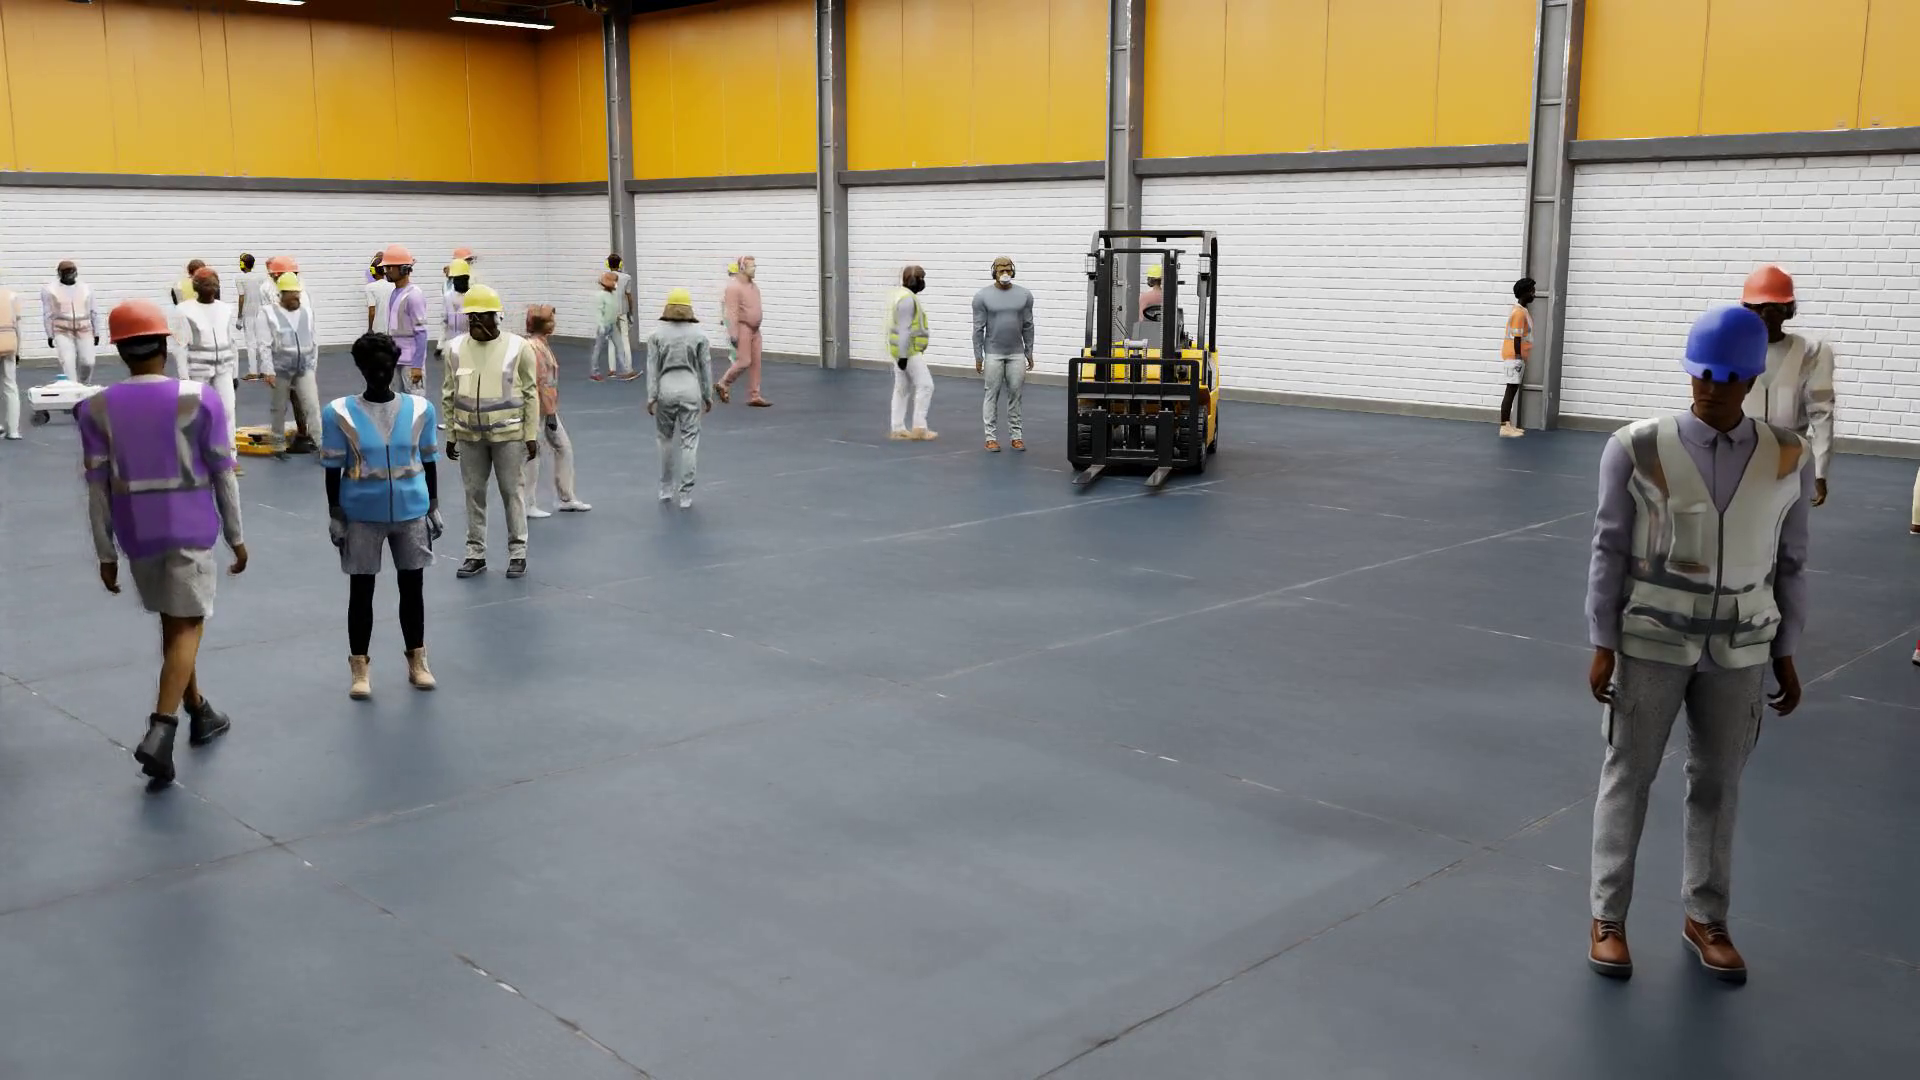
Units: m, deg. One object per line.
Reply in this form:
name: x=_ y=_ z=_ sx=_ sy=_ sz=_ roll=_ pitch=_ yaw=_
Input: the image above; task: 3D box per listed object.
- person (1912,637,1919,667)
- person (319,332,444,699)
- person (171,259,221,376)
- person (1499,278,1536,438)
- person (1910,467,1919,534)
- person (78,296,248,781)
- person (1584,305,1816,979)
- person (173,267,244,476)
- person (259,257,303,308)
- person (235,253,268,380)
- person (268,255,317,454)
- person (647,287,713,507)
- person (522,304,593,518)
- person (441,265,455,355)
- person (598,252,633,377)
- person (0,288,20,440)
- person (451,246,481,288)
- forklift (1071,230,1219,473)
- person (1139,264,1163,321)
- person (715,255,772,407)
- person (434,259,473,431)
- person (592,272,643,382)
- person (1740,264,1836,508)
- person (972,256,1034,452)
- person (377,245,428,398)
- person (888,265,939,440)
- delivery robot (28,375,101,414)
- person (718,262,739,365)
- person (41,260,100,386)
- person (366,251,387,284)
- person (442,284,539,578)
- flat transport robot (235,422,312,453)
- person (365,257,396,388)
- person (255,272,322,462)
person: x=4.777 y=-0.160 z=7.885 sx=0.342 sy=1.730 sz=0.618 roll=7 pitch=13 yaw=34
person: x=-2.666 y=-0.116 z=7.713 sx=0.540 sy=1.696 sz=0.317 roll=-6 pitch=12 yaw=-30
person: x=-9.987 y=-2.779 z=21.904 sx=0.648 sy=1.810 sz=0.797 roll=-1 pitch=10 yaw=-8
person: x=5.907 y=-1.930 z=17.636 sx=0.321 sy=1.691 sz=0.532 roll=4 pitch=11 yaw=20
person: x=6.913 y=-0.810 z=11.676 sx=0.284 sy=1.633 sz=0.497 roll=3 pitch=11 yaw=17
person: x=-3.194 y=-0.015 z=6.631 sx=0.563 sy=1.900 sz=0.936 roll=-1 pitch=10 yaw=-6
person: x=2.102 y=0.303 z=4.766 sx=0.602 sy=1.940 sz=0.402 roll=1 pitch=10 yaw=7
person: x=-6.759 y=-1.514 z=14.897 sx=0.846 sy=1.857 sz=0.586 roll=9 pitch=14 yaw=42
person: x=-8.950 y=-2.829 z=22.090 sx=0.583 sy=1.856 sz=0.908 roll=-2 pitch=11 yaw=-12
person: x=-10.489 y=-3.297 z=24.590 sx=0.327 sy=1.872 sz=0.516 roll=5 pitch=11 yaw=24
person: x=-6.549 y=-1.811 z=16.303 sx=0.374 sy=1.935 sz=0.552 roll=1 pitch=10 yaw=6
person: x=-2.230 y=-1.144 z=13.237 sx=0.518 sy=1.717 sz=0.692 roll=-2 pitch=11 yaw=-11
person: x=-3.065 y=-0.963 z=12.530 sx=0.671 sy=1.612 sz=0.550 roll=-1 pitch=10 yaw=-8
person: x=-9.086 y=-4.159 z=30.029 sx=0.505 sy=1.600 sz=0.845 roll=3 pitch=11 yaw=17
person: x=-5.202 y=-3.396 z=25.129 sx=0.521 sy=1.873 sz=0.335 roll=-3 pitch=11 yaw=-16
person: x=-10.076 y=-1.984 z=17.347 sx=0.516 sy=1.905 sz=0.594 roll=7 pitch=12 yaw=32
person: x=-6.879 y=-3.086 z=23.133 sx=0.571 sy=1.974 sz=0.662 roll=2 pitch=11 yaw=12
forklift: x=1.804 y=-1.825 z=15.677 sx=1.214 sy=2.155 sz=2.313 roll=2 pitch=11 yaw=13
person: x=2.420 y=-2.519 z=20.623 sx=0.533 sy=1.770 sz=0.304 roll=-6 pitch=12 yaw=-28
person: x=-2.691 y=-2.596 z=20.695 sx=0.611 sy=1.891 sz=0.662 roll=5 pitch=11 yaw=24
person: x=-5.450 y=-2.164 z=18.420 sx=0.584 sy=1.877 sz=1.040 roll=6 pitch=12 yaw=29
person: x=-5.046 y=-3.081 z=24.152 sx=0.879 sy=1.579 sz=0.530 roll=5 pitch=12 yaw=25
person: x=4.064 y=-0.396 z=8.451 sx=0.609 sy=2.007 sz=1.023 roll=4 pitch=11 yaw=21
person: x=0.428 y=-1.828 z=16.434 sx=0.630 sy=1.934 sz=0.365 roll=-3 pitch=11 yaw=-14
person: x=-5.022 y=-1.629 z=15.021 sx=0.373 sy=2.043 sz=0.615 roll=-9 pitch=14 yaw=-40
person: x=-0.436 y=-1.940 z=17.325 sx=0.662 sy=1.817 sz=0.643 roll=-1 pitch=10 yaw=-5
delivery robot: x=-10.132 y=-1.630 z=18.830 sx=0.707 sy=0.478 sz=0.477 roll=-3 pitch=11 yaw=-17
person: x=-3.611 y=-3.599 z=26.665 sx=0.533 sy=1.718 sz=0.909 roll=-4 pitch=11 yaw=-21
person: x=-11.200 y=-2.612 z=20.979 sx=0.637 sy=1.830 sz=0.536 roll=-8 pitch=13 yaw=-36
person: x=-10.454 y=-4.300 z=30.150 sx=0.565 sy=1.839 sz=0.377 roll=-1 pitch=10 yaw=-5
person: x=-2.933 y=-0.671 z=10.371 sx=0.603 sy=1.830 sz=0.404 roll=1 pitch=10 yaw=3
flat transport robot: x=-6.693 y=-1.063 z=16.770 sx=0.652 sy=0.197 sz=1.431 roll=6 pitch=12 yaw=29
person: x=-7.123 y=-2.556 z=20.551 sx=0.310 sy=1.868 sz=0.533 roll=6 pitch=12 yaw=31
person: x=-6.200 y=-1.584 z=15.477 sx=0.597 sy=1.779 sz=0.934 roll=-10 pitch=14 yaw=-44
